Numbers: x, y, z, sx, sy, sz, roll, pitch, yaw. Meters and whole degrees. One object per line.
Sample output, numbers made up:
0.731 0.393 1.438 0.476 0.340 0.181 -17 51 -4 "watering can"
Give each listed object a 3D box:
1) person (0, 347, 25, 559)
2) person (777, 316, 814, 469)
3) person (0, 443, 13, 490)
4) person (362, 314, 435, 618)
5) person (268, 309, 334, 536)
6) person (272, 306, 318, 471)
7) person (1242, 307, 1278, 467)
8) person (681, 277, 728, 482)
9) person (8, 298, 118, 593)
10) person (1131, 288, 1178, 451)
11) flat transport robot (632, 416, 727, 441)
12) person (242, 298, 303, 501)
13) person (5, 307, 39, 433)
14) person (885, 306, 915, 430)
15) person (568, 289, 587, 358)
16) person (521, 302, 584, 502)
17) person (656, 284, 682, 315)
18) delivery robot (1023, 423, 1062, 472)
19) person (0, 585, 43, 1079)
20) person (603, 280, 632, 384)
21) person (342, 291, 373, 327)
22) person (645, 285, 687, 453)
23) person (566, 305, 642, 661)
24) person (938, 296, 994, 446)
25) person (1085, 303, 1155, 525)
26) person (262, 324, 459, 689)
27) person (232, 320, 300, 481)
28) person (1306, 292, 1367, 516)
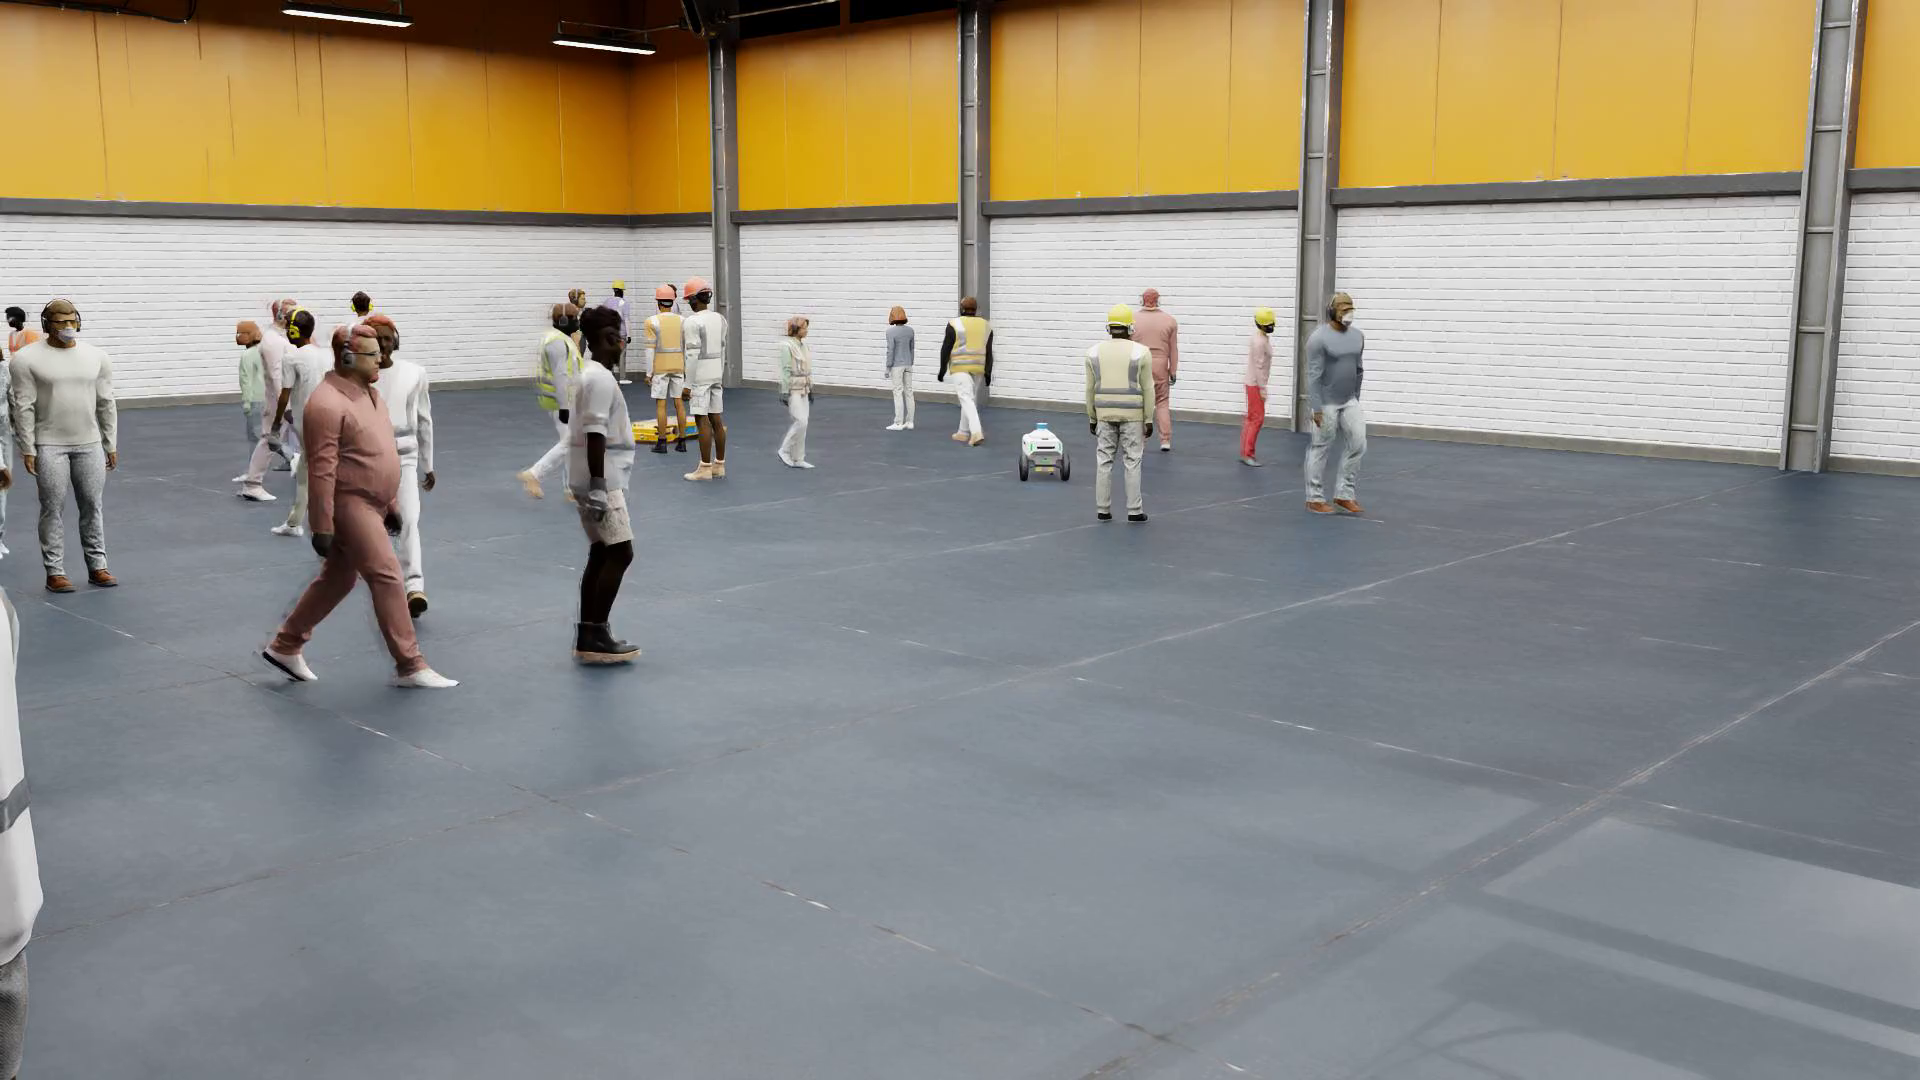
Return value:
-7.059 -0.707 12.136 0.785 1.710 0.508 9 13 42 "person"
-1.702 -1.547 17.567 0.373 1.622 0.534 4 10 22 "person"
-6.206 -0.445 10.156 0.911 1.849 0.574 3 10 20 "person"
-3.492 -0.440 10.128 0.604 1.830 0.989 -4 10 -25 "person"
-5.035 -0.885 12.951 1.003 1.822 0.557 4 10 21 "person"
-6.790 -1.586 17.444 0.829 1.736 0.528 -1 9 -3 "person"
3.230 -1.660 17.970 0.372 1.718 0.700 2 9 11 "person"
-2.581 -1.596 16.620 0.392 2.034 0.605 5 10 26 "person"
-5.878 -0.619 10.968 0.622 1.932 0.368 -9 13 -44 "person"
2.192 -1.963 19.291 0.665 1.901 0.445 0 9 1 "person"
-3.579 -1.405 20.839 0.652 0.197 1.431 4 10 23 "flat transport robot"
-6.125 -1.268 15.174 1.014 1.853 0.667 0 9 -2 "person"
-11.877 -2.134 21.088 0.529 1.635 0.886 4 10 23 "person"
-0.797 -2.264 21.941 0.286 1.632 0.500 9 13 43 "person"
-5.333 -2.576 23.211 0.338 1.844 0.514 -3 10 -16 "person"
-3.607 -1.225 14.987 0.586 1.821 0.640 -1 9 -6 "person"
-5.185 -3.648 29.790 0.430 1.845 0.622 -7 12 -38 "person"
0.831 -0.941 16.840 0.477 0.478 0.707 -1 9 -3 "delivery robot"
-1.809 0.692 2.892 0.362 1.936 0.542 -3 10 -16 "person"
-6.305 -3.835 30.714 0.581 1.918 0.406 5 10 27 "person"
-6.729 -1.873 18.840 0.518 1.863 0.323 -8 12 -39 "person"
-3.380 -1.966 19.180 0.552 1.936 0.359 -6 11 -32 "person"
-1.963 -0.311 9.081 0.389 1.920 0.688 -3 10 -19 "person"
0.106 -2.047 20.126 0.633 1.802 0.957 -6 11 -32 "person"
1.336 -1.038 13.800 0.590 1.837 0.404 4 10 23 "person"
-3.100 -0.159 8.394 1.002 1.867 0.650 0 9 0 "person"
-6.920 -1.372 16.518 0.655 1.619 0.499 -1 9 -5 "person"
3.238 -1.143 14.194 0.655 1.913 0.665 -5 11 -30 "person"
